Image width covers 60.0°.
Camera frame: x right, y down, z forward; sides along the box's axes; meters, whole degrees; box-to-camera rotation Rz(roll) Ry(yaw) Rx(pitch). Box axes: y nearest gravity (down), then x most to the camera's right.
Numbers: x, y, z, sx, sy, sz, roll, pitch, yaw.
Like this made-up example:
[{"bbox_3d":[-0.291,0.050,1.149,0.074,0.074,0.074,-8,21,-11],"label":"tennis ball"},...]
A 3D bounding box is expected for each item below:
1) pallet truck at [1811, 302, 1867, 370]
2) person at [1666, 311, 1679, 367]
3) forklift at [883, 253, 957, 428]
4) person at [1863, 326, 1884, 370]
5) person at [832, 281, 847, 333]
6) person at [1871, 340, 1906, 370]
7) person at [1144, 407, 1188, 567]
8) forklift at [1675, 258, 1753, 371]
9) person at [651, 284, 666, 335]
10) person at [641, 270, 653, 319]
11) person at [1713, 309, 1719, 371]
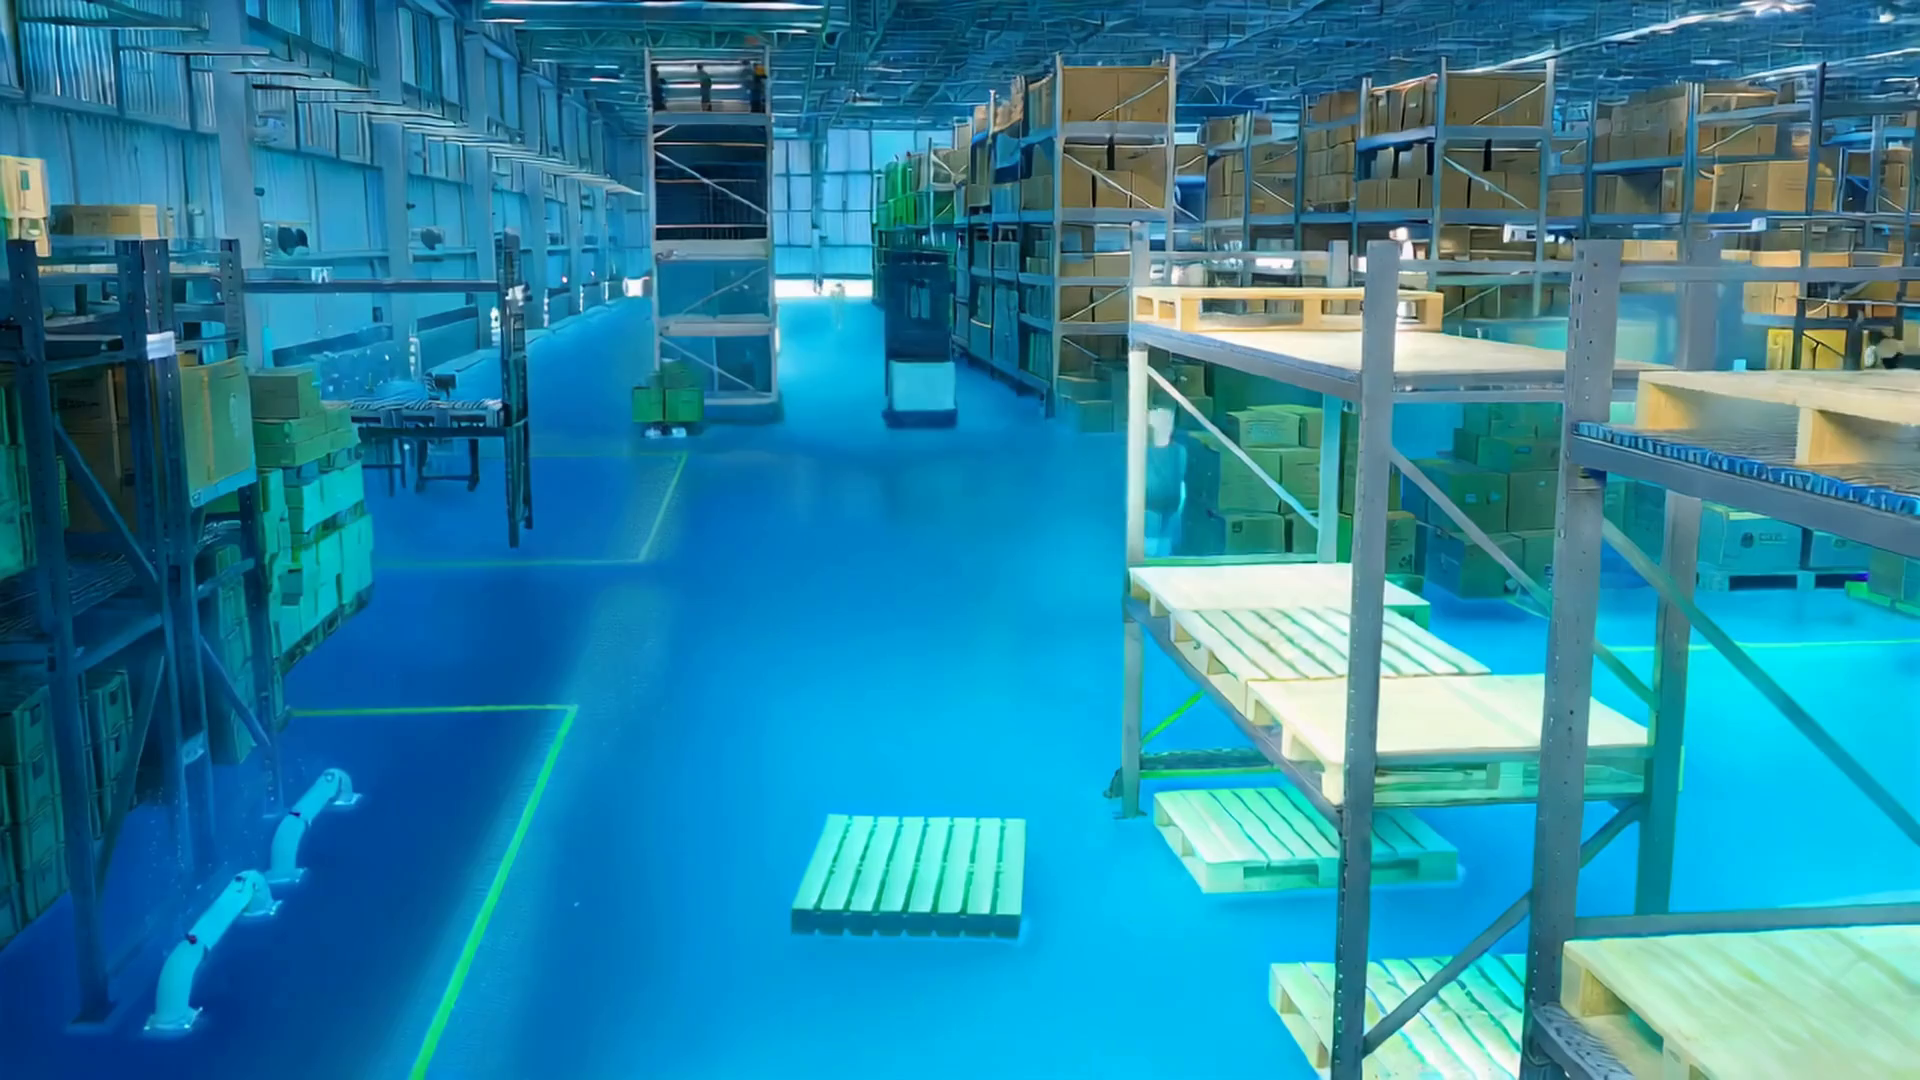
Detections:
[{"bbox_3d":[15.846,-3.142,28.793,1.885,1.965,0.823,2,10,12],"label":"pallet truck"},{"bbox_3d":[12.695,-3.276,30.064,0.645,1.804,0.869,-2,10,-12],"label":"person"},{"bbox_3d":[-0.660,-3.309,27.269,1.129,2.768,1.873,-1,10,-6],"label":"forklift"},{"bbox_3d":[14.797,-2.630,26.911,0.865,1.650,0.536,-2,11,-13],"label":"person"},{"bbox_3d":[-4.011,-7.729,55.009,0.497,1.709,0.867,-4,11,-20],"label":"person"},{"bbox_3d":[10.930,-1.436,19.694,1.031,1.859,0.537,-3,11,-15],"label":"person"},{"bbox_3d":[1.643,-0.270,13.752,0.534,1.685,0.376,-5,11,-26],"label":"person"},{"bbox_3d":[8.679,-1.870,19.293,1.873,2.768,1.129,-1,10,-6],"label":"forklift"},{"bbox_3d":[-9.226,-7.167,51.393,0.649,1.890,0.564,-5,11,-26],"label":"person"},{"bbox_3d":[-12.086,-9.522,64.443,0.401,1.894,0.656,8,13,37],"label":"person"},{"bbox_3d":[13.687,-3.309,30.037,0.542,1.898,1.006,-6,12,-30],"label":"person"}]
